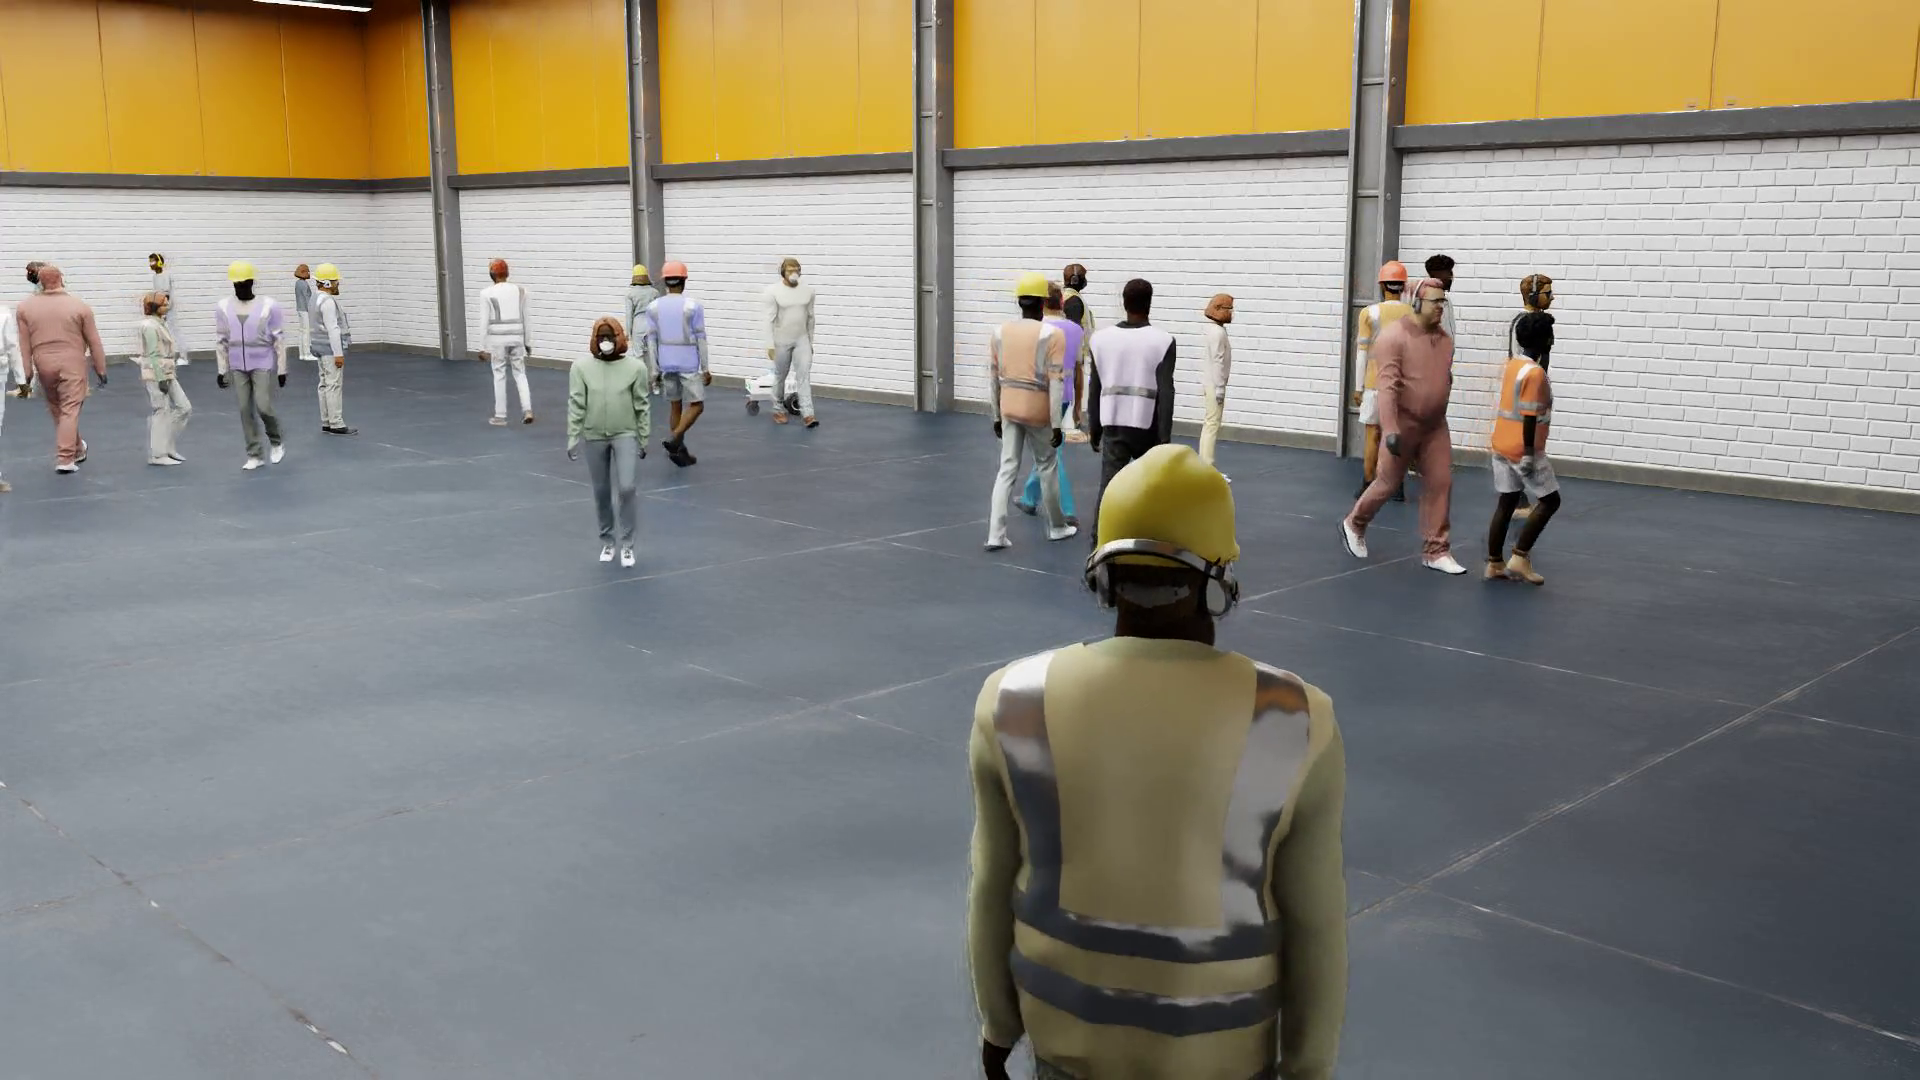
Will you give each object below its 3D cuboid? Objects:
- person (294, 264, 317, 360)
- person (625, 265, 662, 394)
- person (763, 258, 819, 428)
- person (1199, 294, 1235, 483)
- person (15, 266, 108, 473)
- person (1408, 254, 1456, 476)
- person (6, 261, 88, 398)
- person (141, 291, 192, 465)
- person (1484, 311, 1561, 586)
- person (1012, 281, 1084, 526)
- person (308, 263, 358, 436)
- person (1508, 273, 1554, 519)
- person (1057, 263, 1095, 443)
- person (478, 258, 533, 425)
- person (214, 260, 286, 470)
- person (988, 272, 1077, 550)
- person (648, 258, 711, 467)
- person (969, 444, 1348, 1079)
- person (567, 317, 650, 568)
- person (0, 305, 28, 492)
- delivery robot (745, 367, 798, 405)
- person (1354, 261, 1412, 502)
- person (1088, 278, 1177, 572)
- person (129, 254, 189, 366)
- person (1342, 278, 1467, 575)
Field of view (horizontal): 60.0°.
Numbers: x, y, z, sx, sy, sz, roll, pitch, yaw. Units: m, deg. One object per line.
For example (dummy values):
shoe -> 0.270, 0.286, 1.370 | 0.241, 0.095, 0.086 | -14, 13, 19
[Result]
person -> -11.206, -3.892, 28.476 | 0.278, 1.633, 0.507 | -9, 13, -39
person -> -4.259, -2.814, 22.312 | 0.484, 1.739, 0.313 | -6, 12, -28
person -> -1.886, -2.193, 18.546 | 0.652, 1.882, 1.041 | -5, 12, -27
person -> 2.231, -1.316, 14.431 | 0.265, 1.631, 0.507 | 1, 10, 4
person -> -8.146, -1.561, 15.179 | 0.677, 1.838, 1.028 | -2, 11, -10
person -> 4.218, -1.553, 14.813 | 0.368, 1.967, 0.603 | 9, 13, 39
person -> -11.994, -2.737, 21.766 | 0.948, 1.795, 0.622 | -6, 12, -30
person -> -7.368, -1.491, 15.418 | 0.403, 1.618, 0.539 | -3, 11, -14
person -> 3.443, -0.547, 10.106 | 0.441, 1.682, 0.546 | 0, 10, -2
person -> 0.620, -1.015, 12.352 | 0.593, 1.792, 0.966 | -6, 12, -32
person -> -6.704, -2.024, 17.750 | 0.404, 1.833, 0.590 | -8, 13, -36
person -> 4.303, -1.083, 12.582 | 0.345, 1.846, 0.508 | 2, 11, 13
person -> 1.186, -1.935, 17.242 | 0.429, 1.845, 0.625 | -1, 10, -8
person -> -5.106, -2.216, 18.669 | 0.605, 1.881, 0.410 | -8, 13, -39
person -> -6.470, -1.593, 15.178 | 0.592, 1.911, 0.439 | 0, 10, -1
person -> 0.480, -0.883, 11.410 | 0.604, 1.883, 0.898 | 6, 12, 31
person -> -2.576, -1.596, 15.166 | 0.570, 1.923, 0.649 | 3, 11, 16
person -> 0.294, 0.761, 2.614 | 0.597, 1.818, 0.512 | 3, 11, 14
person -> -2.266, -0.623, 10.722 | 0.514, 1.613, 0.651 | -1, 10, -4
person -> -8.062, -1.321, 13.833 | 0.673, 1.858, 0.626 | 5, 11, 24
delivery robot -> -2.205, -1.820, 19.867 | 0.707, 0.478, 0.477 | -2, 11, -12
person -> 3.426, -1.260, 13.339 | 0.538, 1.930, 0.378 | -1, 10, -4
person -> 1.075, -0.732, 10.607 | 0.596, 1.872, 0.992 | 4, 11, 22
person -> -13.028, -3.718, 27.001 | 0.556, 1.822, 0.945 | 8, 13, 37
person -> 2.874, -0.748, 10.687 | 0.638, 1.872, 0.886 | -5, 12, -26
